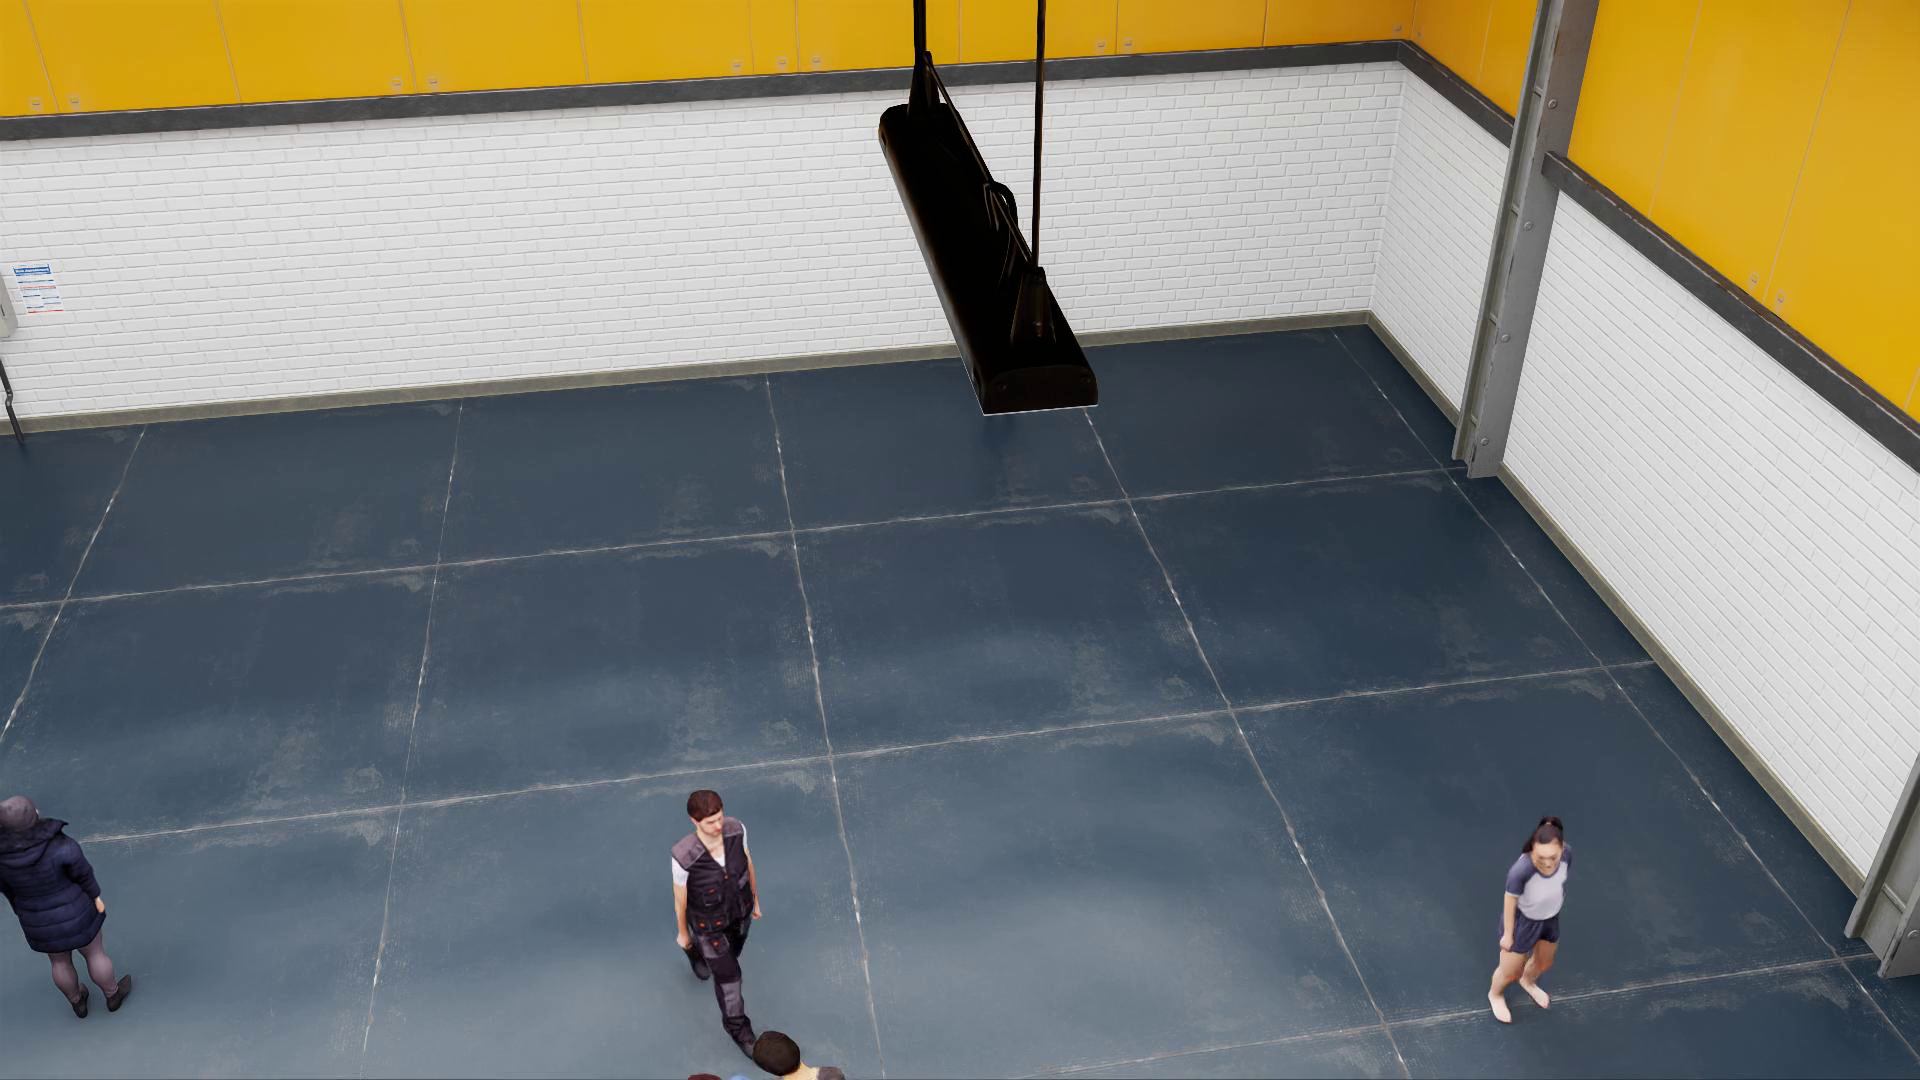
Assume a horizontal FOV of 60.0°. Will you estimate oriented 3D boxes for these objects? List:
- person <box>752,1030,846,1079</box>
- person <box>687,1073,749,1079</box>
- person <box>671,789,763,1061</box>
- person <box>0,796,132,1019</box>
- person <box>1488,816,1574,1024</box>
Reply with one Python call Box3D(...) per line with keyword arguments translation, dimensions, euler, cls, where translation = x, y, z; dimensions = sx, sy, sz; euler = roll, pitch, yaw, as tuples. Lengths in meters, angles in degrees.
Box3D(translation=(-0.694, 3.021, 8.272), dimensions=(0.854, 1.674, 0.642), euler=(-5, 34, -7), cls="person")
Box3D(translation=(-1.034, 3.098, 8.061), dimensions=(0.911, 1.781, 0.807), euler=(25, 41, 32), cls="person")
Box3D(translation=(-1.436, 2.098, 9.531), dimensions=(1.069, 1.818, 1.240), euler=(-28, 43, -36), cls="person")
Box3D(translation=(-5.225, 2.125, 9.620), dimensions=(0.668, 1.674, 0.647), euler=(-7, 34, -11), cls="person")
Box3D(translation=(3.271, 2.170, 9.597), dimensions=(0.776, 1.626, 0.663), euler=(-23, 40, -31), cls="person")
